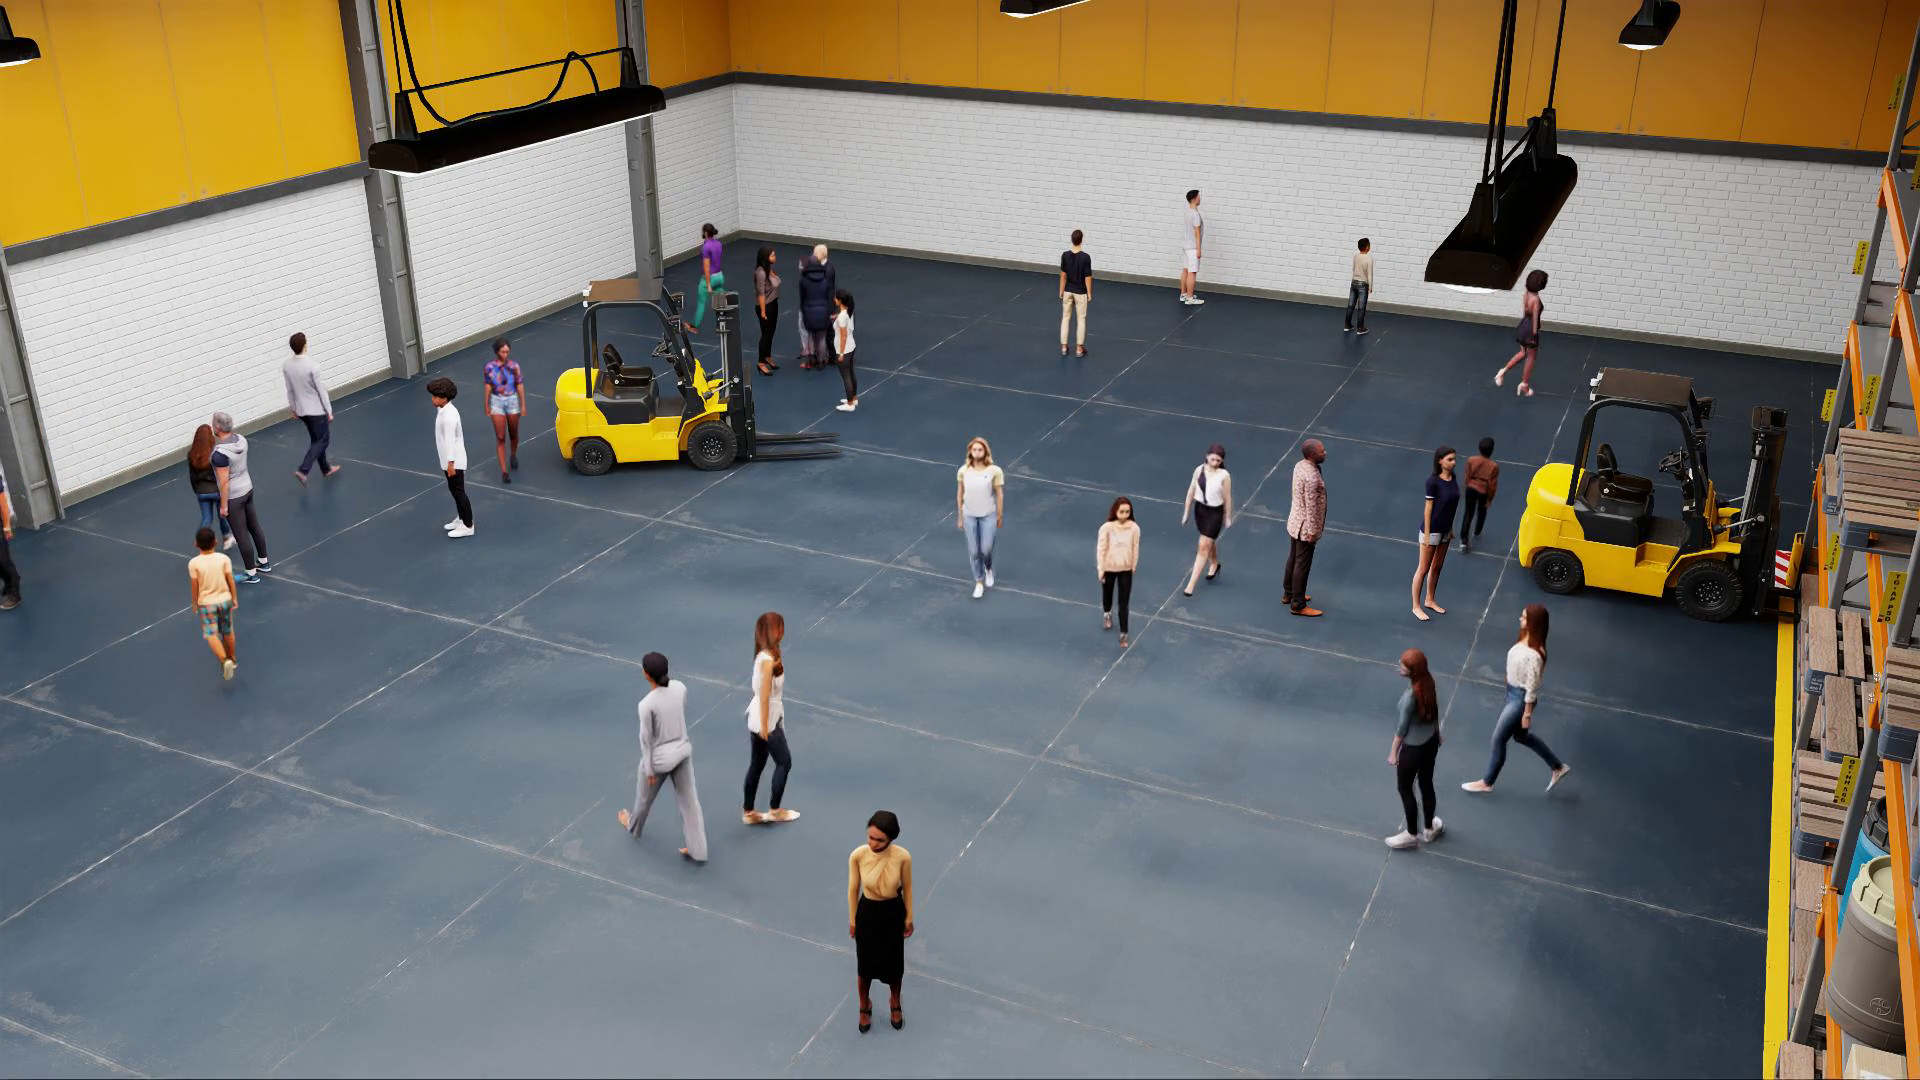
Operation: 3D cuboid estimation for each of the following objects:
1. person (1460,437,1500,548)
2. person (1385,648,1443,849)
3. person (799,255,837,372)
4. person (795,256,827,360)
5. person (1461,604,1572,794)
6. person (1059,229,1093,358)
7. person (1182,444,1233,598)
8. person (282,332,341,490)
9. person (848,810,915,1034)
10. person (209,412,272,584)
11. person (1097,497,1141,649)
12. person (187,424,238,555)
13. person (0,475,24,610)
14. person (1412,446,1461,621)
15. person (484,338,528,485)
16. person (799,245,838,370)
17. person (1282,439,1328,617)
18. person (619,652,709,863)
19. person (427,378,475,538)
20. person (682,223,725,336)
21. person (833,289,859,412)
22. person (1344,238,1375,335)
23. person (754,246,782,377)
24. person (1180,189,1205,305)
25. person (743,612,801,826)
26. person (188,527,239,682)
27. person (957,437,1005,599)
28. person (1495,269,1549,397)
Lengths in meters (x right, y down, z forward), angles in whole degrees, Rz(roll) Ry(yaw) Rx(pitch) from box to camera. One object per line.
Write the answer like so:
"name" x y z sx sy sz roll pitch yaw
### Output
"person" 5.593 -0.492 18.029 0.540 1.225 0.923 12 26 25
"person" 3.535 1.579 12.676 0.648 1.717 0.887 -15 28 -31
"person" -2.045 -3.211 23.705 0.770 1.660 0.786 2 24 4
"person" -2.131 -3.364 24.175 0.870 1.564 0.803 -9 25 -20
"person" 4.572 1.309 13.313 0.843 1.702 1.076 4 24 8
"person" 1.694 -3.628 24.420 0.638 1.851 0.554 9 25 21
"person" 2.575 -0.232 16.977 0.716 1.591 1.147 16 28 32
"person" -7.690 -1.508 19.598 0.729 1.829 1.108 8 25 18
"person" -0.510 2.457 10.748 0.660 1.654 0.681 -1 24 -3
"person" -7.465 -0.456 17.196 0.822 1.826 0.633 2 24 5
"person" 1.492 0.263 16.032 0.857 1.441 1.061 -1 24 -3
"person" -8.010 -0.492 17.737 0.838 1.458 1.002 -2 24 -4
"person" -9.628 -0.181 16.625 0.722 1.779 0.738 6 24 13
"person" 4.704 -0.091 16.436 0.609 1.765 0.710 -15 28 -31
"person" -5.449 -1.599 19.962 1.053 1.704 1.159 -6 24 -13
"person" -1.876 -3.364 23.902 1.019 1.784 0.966 -6 24 -13
"person" 3.417 -0.150 16.517 0.833 1.808 0.708 -1 24 -3
"person" -2.136 1.666 12.511 0.934 1.691 1.133 20 31 38
"person" -5.579 -0.922 18.286 0.759 1.806 0.701 -9 25 -19
"person" -3.673 -3.895 25.180 0.738 1.732 1.045 12 26 25
"person" -1.523 -2.544 22.202 0.674 1.642 0.522 5 24 11
"person" 6.139 -3.907 25.548 0.613 1.459 0.607 -19 30 -36
"person" -2.759 -3.269 23.616 0.767 1.838 0.625 4 24 8
"person" 3.764 -4.775 27.038 0.823 1.856 0.738 -6 24 -13
"person" -1.586 1.437 12.958 0.833 1.752 0.774 -3 24 -6
"person" -6.824 0.600 15.255 0.877 1.446 0.838 -16 28 -32
"person" 0.204 -0.260 16.885 0.718 1.716 0.756 4 24 8
"person" 7.646 -2.792 22.610 0.858 1.770 0.840 -4 24 -9
